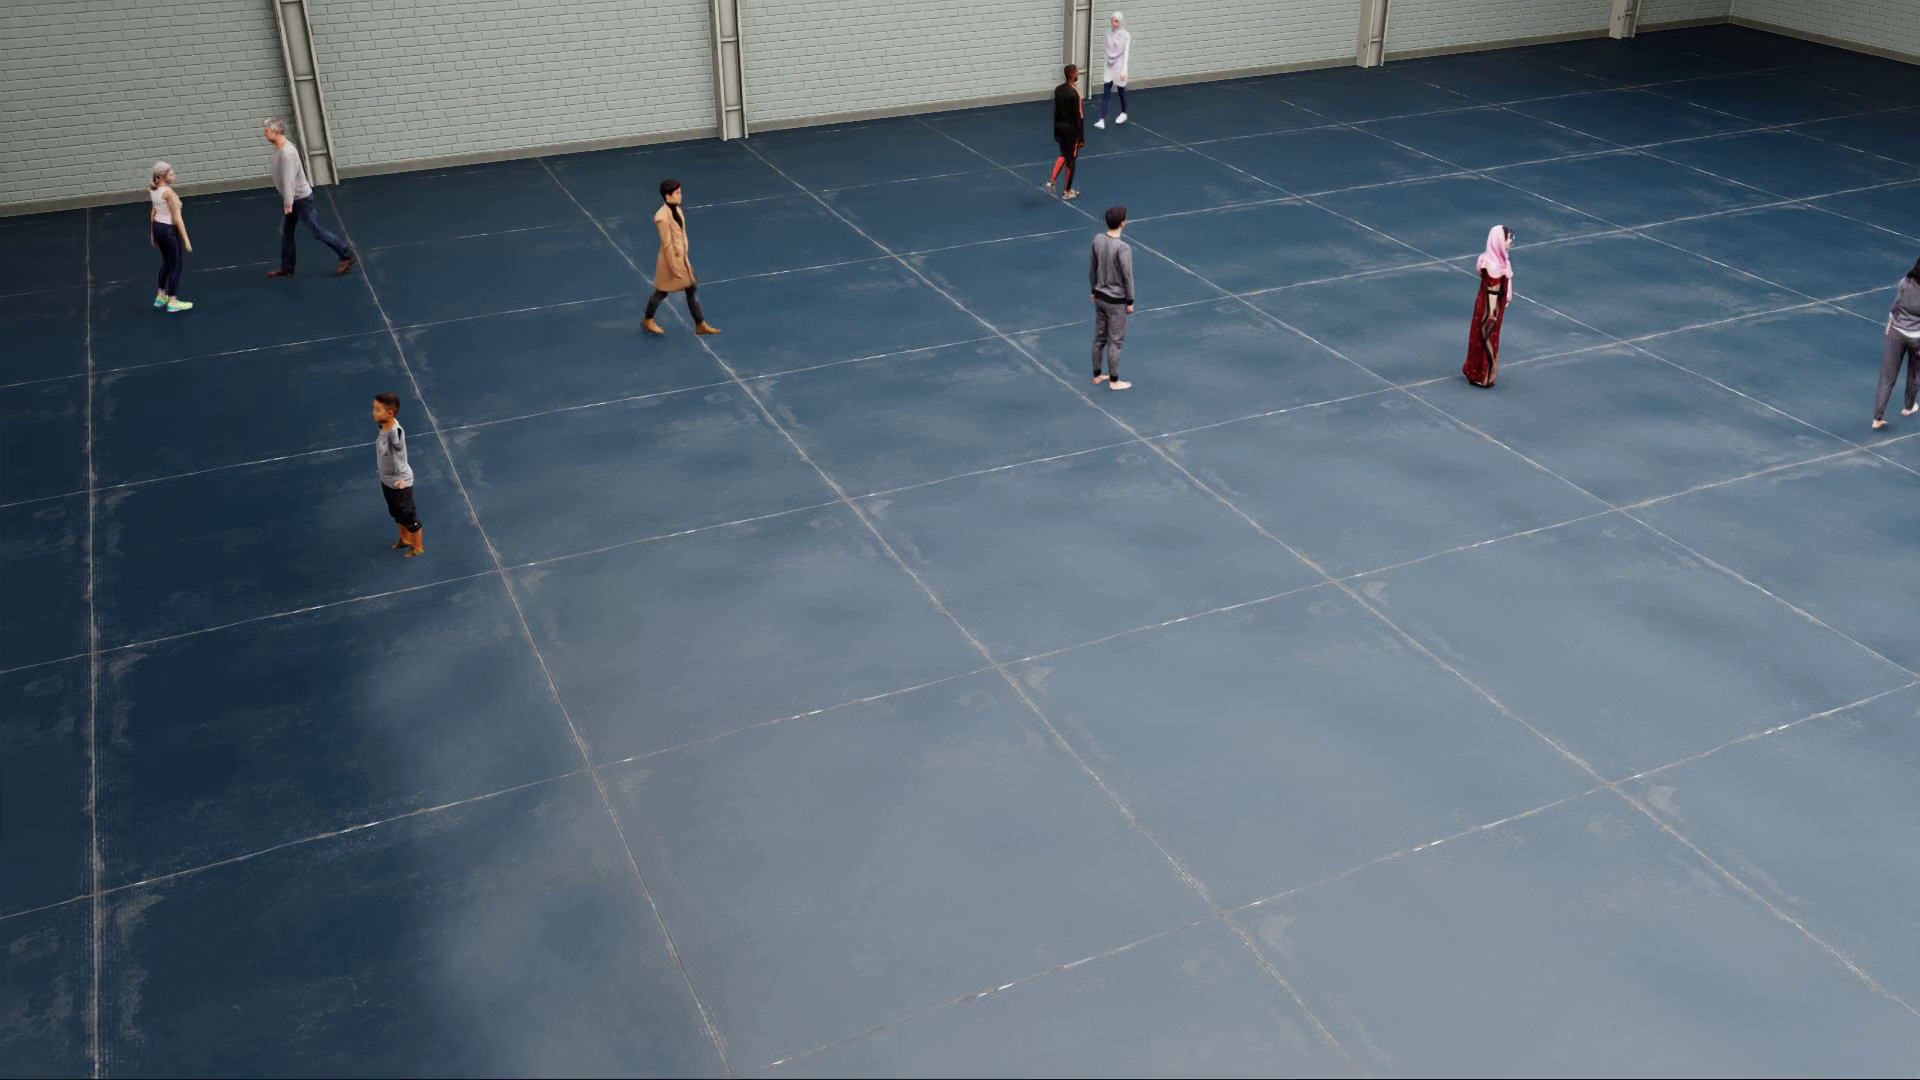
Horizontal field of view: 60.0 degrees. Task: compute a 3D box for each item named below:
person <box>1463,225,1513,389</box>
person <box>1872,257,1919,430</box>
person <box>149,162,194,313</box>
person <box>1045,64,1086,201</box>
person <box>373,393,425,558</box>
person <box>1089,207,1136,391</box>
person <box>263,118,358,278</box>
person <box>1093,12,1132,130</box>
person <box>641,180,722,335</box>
[{"bbox_3d":[5.272,-2.338,16.556,0.813,1.637,0.764,8,29,15],"label":"person"},{"bbox_3d":[8.823,-1.847,15.528,0.857,1.738,1.075,23,36,36],"label":"person"},{"bbox_3d":[-8.811,-3.332,18.388,0.834,1.670,0.829,11,30,21],"label":"person"},{"bbox_3d":[1.375,-5.417,22.165,0.854,1.801,0.770,-23,36,-36],"label":"person"},{"bbox_3d":[-4.561,-0.570,13.427,0.592,1.459,0.622,-23,36,-36],"label":"person"},{"bbox_3d":[1.496,-2.401,16.455,0.639,1.844,0.741,-22,35,-35],"label":"person"},{"bbox_3d":[-7.617,-3.966,19.364,1.264,1.871,0.780,-15,32,-26],"label":"person"},{"bbox_3d":[2.460,-7.223,25.636,1.047,1.725,1.254,18,33,30],"label":"person"},{"bbox_3d":[-3.134,-2.965,17.676,1.174,1.691,1.123,10,30,18],"label":"person"}]
